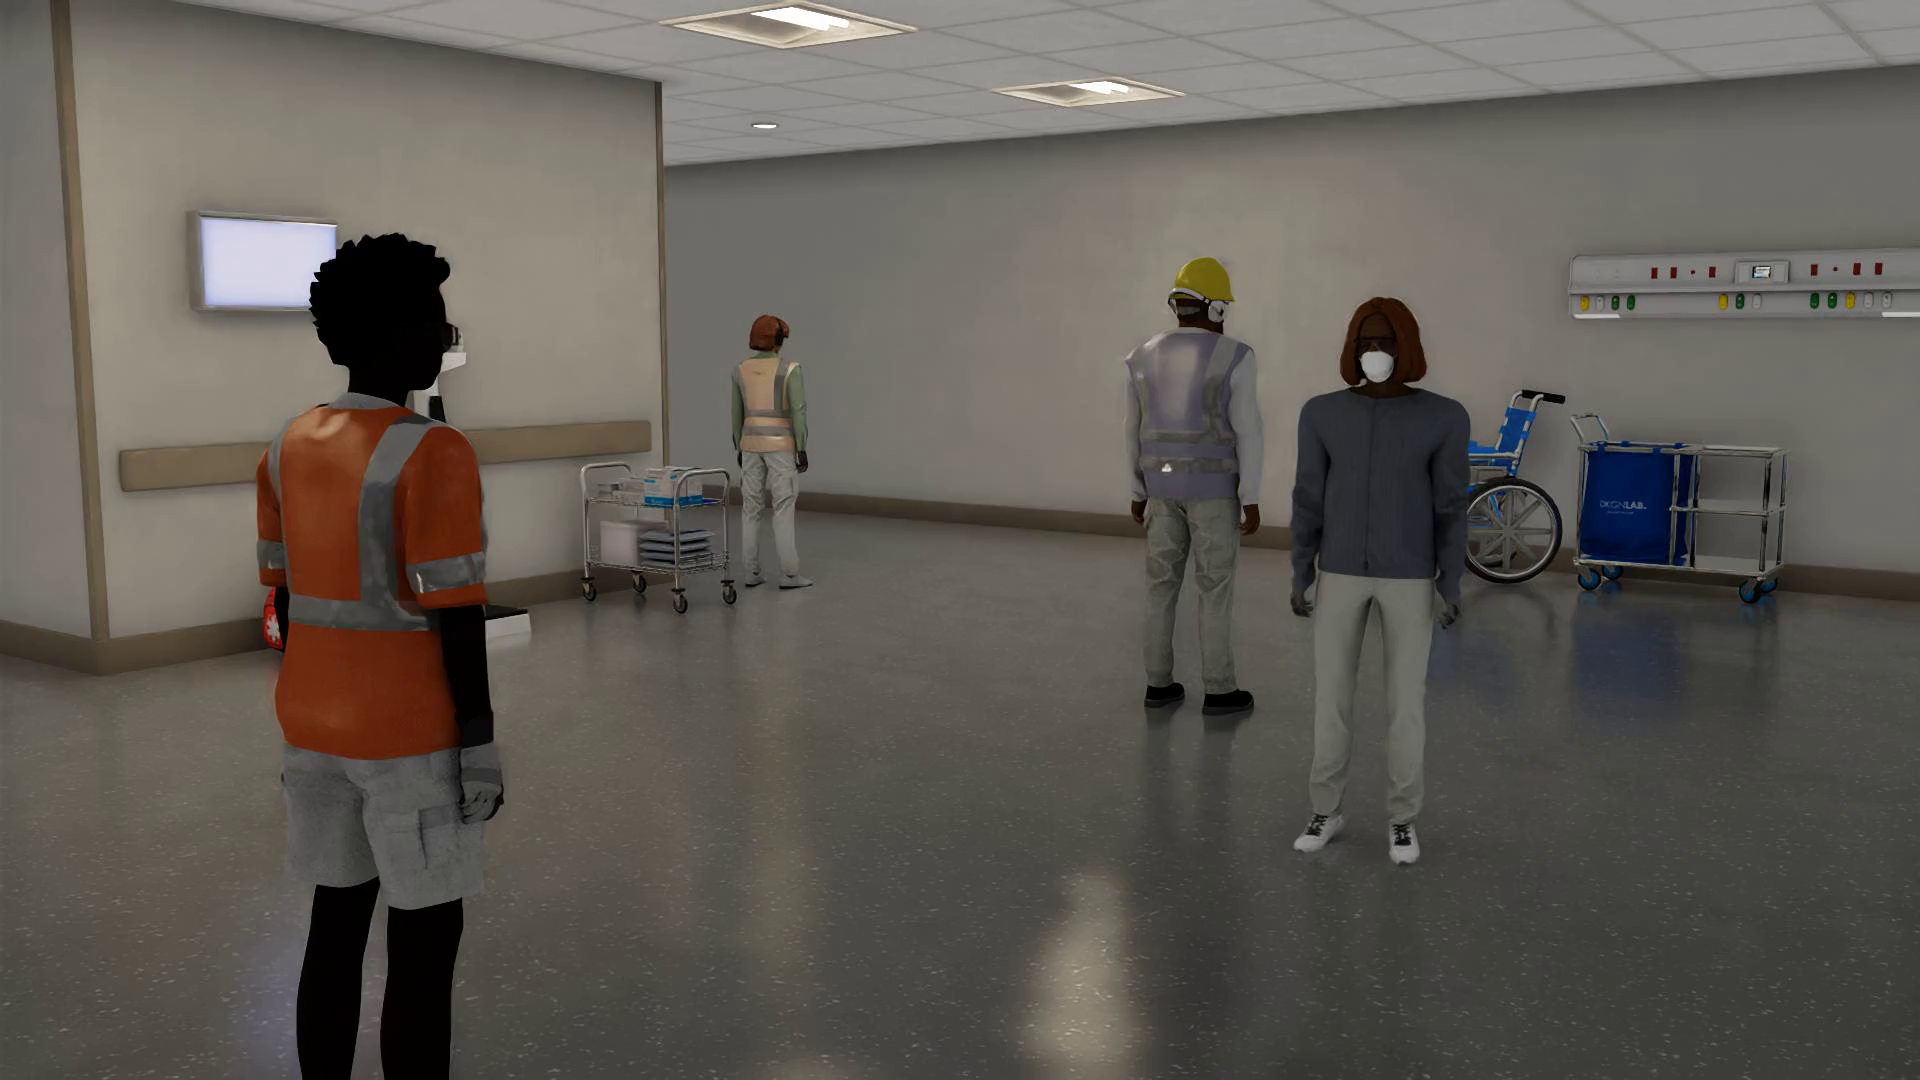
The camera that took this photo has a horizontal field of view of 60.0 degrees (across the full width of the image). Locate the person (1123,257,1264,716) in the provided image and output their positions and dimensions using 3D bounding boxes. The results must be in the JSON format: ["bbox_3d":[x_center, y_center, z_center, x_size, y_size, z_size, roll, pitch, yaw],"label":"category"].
[{"bbox_3d":[0.952,-0.215,6.712,0.600,1.830,0.403,5,9,35],"label":"person"}]

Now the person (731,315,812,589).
[{"bbox_3d":[-1.136,-0.521,9.944,0.513,1.640,0.309,3,8,25],"label":"person"}]

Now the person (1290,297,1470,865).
[{"bbox_3d":[1.204,0.119,4.822,0.506,1.631,0.269,3,8,23],"label":"person"}]

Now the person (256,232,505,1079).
[{"bbox_3d":[-0.982,0.330,2.870,0.540,1.695,0.317,5,9,35],"label":"person"}]
